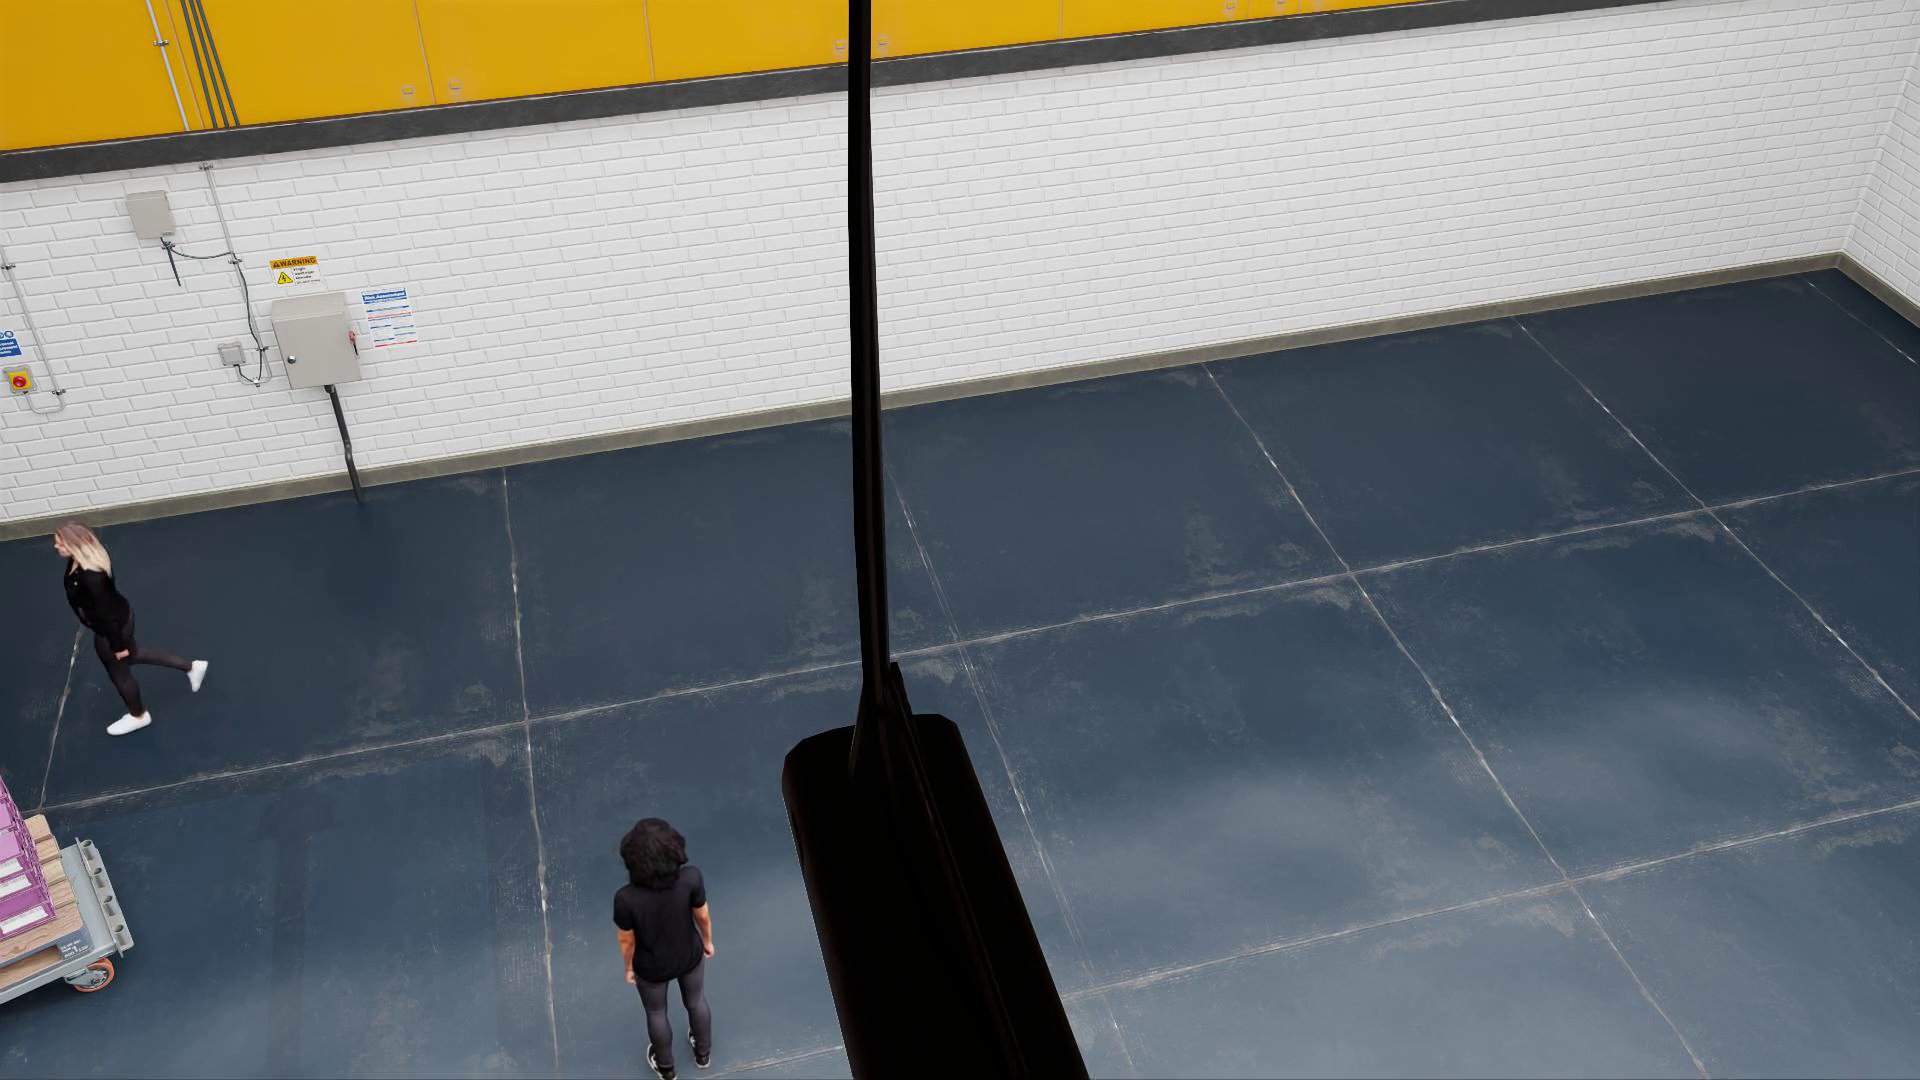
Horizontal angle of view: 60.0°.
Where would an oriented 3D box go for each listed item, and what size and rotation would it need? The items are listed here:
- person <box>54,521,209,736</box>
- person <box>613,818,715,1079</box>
[{"bbox_3d":[-5.276,0.519,10.548,0.797,1.673,0.927,-18,42,-21],"label":"person"},{"bbox_3d":[-1.486,2.102,8.442,0.658,1.827,0.581,-16,41,-19],"label":"person"}]
